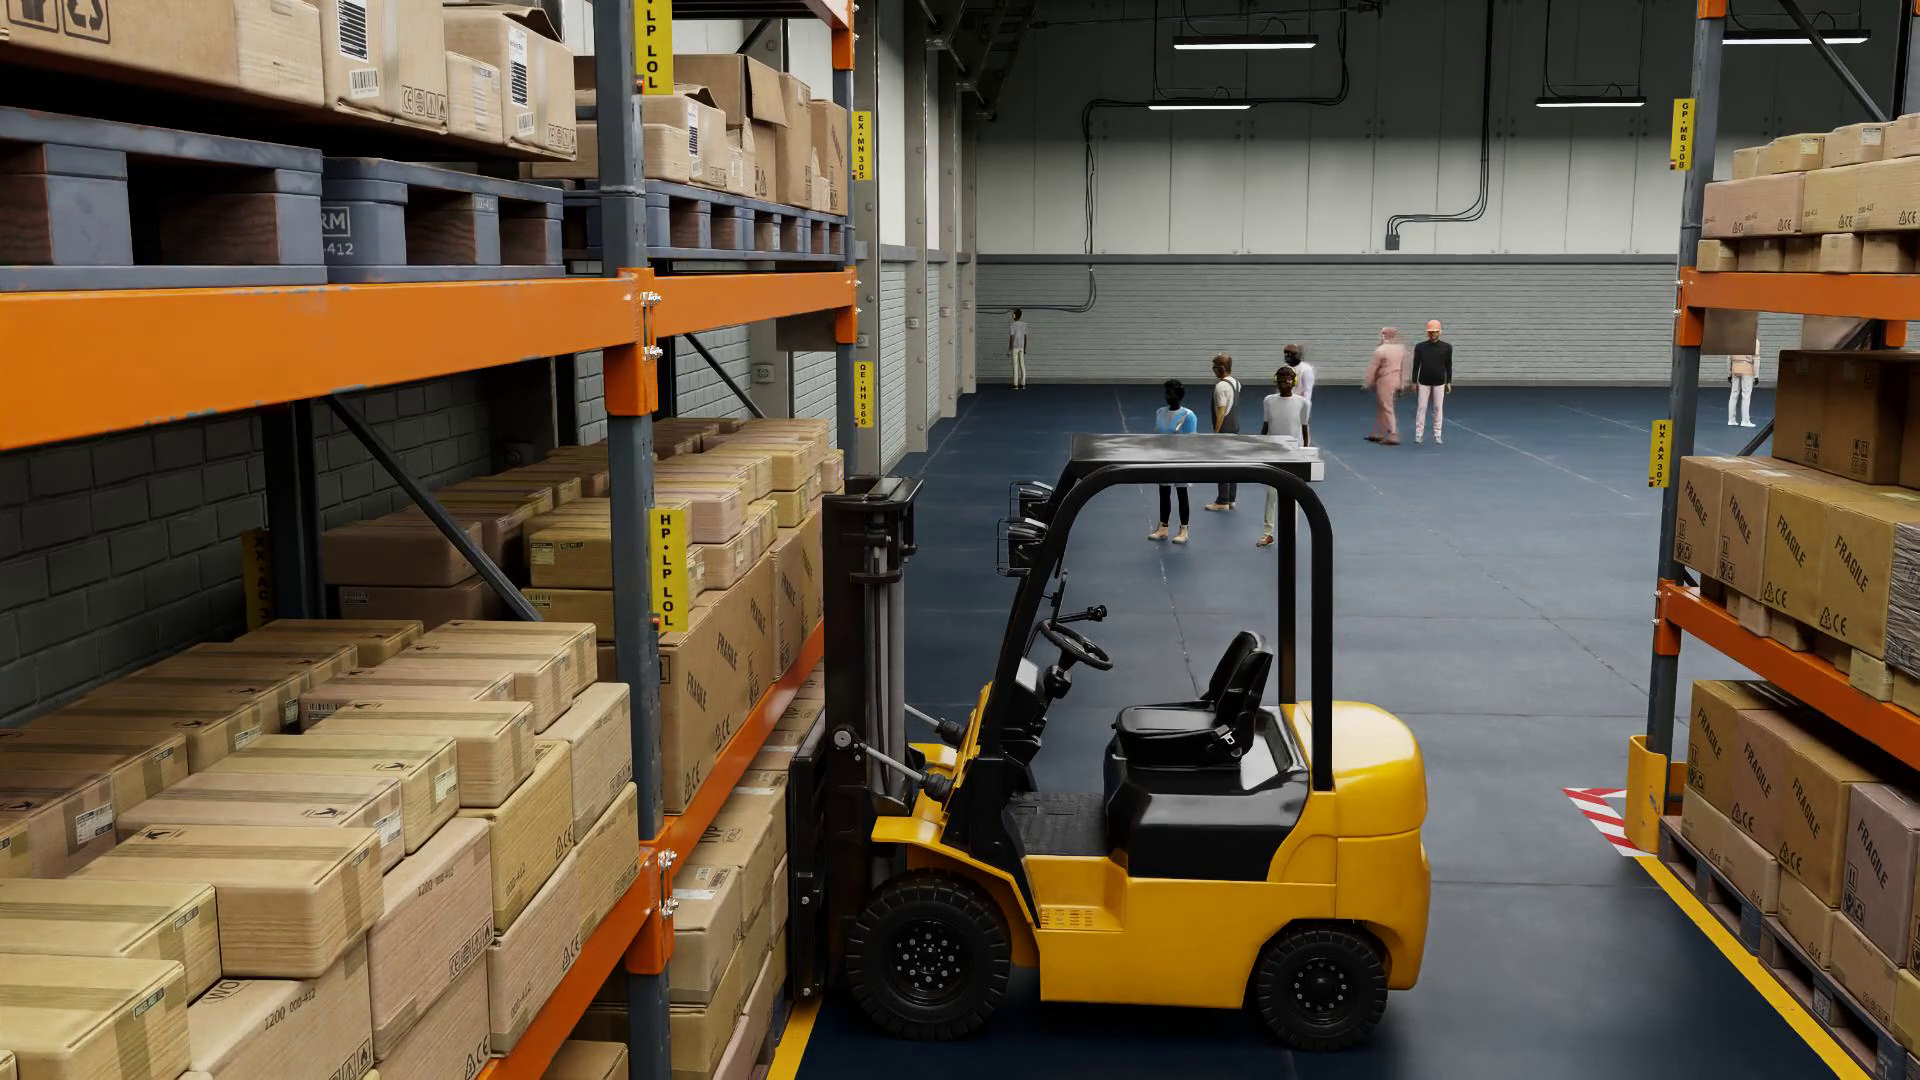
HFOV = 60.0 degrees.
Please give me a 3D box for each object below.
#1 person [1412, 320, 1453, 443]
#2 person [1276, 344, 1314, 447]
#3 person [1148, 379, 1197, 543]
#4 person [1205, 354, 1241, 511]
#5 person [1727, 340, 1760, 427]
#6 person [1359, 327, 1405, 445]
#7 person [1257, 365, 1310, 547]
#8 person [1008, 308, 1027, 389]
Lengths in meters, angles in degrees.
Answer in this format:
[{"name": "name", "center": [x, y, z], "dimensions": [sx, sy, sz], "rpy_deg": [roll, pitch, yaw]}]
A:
[{"name": "person", "center": [7.608, -2.548, 26.817], "dimensions": [0.624, 1.992, 0.390], "rpy_deg": [3, 10, 15]}, {"name": "person", "center": [4.343, -1.687, 22.106], "dimensions": [0.633, 1.825, 0.654], "rpy_deg": [-6, 11, -33]}, {"name": "person", "center": [2.205, -0.817, 17.237], "dimensions": [0.535, 1.697, 0.318], "rpy_deg": [9, 13, 43]}, {"name": "person", "center": [3.080, -1.251, 19.433], "dimensions": [0.346, 1.840, 0.505], "rpy_deg": [6, 11, 32]}, {"name": "person", "center": [13.950, -2.971, 29.593], "dimensions": [0.381, 1.923, 0.594], "rpy_deg": [-6, 11, -32]}, {"name": "person", "center": [6.756, -2.471, 26.746], "dimensions": [0.663, 1.869, 0.859], "rpy_deg": [-9, 13, -44]}, {"name": "person", "center": [3.287, -0.845, 16.899], "dimensions": [0.519, 1.865, 0.328], "rpy_deg": [4, 10, 23]}, {"name": "person", "center": [1.330, -4.444, 38.690], "dimensions": [0.508, 1.872, 0.329], "rpy_deg": [-7, 11, -35]}]
